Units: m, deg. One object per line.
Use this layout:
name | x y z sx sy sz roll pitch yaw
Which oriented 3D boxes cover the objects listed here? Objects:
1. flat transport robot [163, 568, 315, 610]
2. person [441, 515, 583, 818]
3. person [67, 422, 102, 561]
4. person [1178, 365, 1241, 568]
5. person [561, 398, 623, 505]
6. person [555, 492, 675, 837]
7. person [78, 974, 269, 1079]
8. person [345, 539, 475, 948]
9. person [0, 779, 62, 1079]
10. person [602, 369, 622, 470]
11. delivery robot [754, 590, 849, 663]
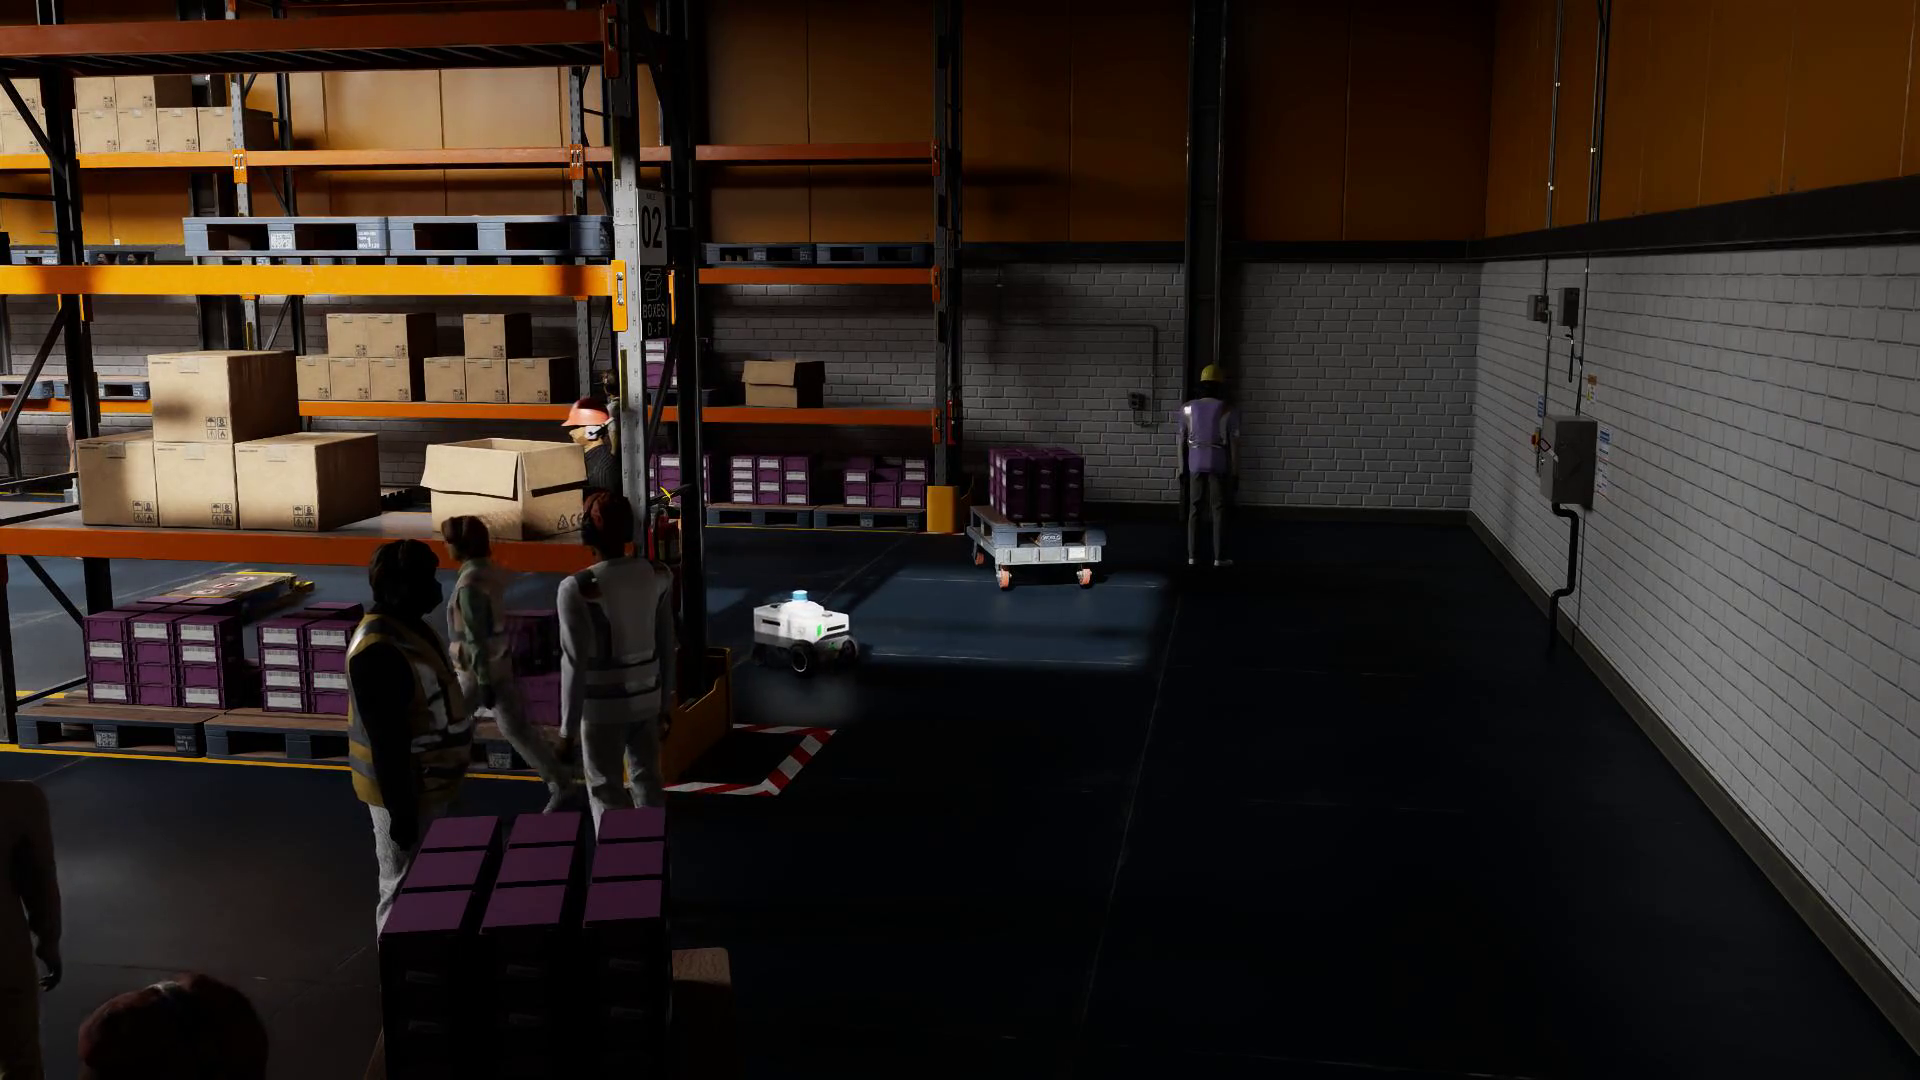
flat transport robot | -6.022 0.452 13.755 0.652 0.197 1.431 1 9 9
person | -2.367 0.655 8.401 0.861 1.592 0.496 0 9 1
person | -8.473 -0.618 16.159 0.310 1.638 0.523 -1 9 -6
person | 2.365 -0.697 15.769 0.594 1.922 0.385 4 10 22
person | -2.347 0.077 10.747 0.390 1.992 0.624 -2 9 -15
person | -1.449 0.737 7.055 0.472 1.890 0.592 8 12 41
person | -0.981 1.495 2.230 0.664 1.905 0.405 3 10 18
person | -1.990 0.907 6.078 0.429 1.844 0.626 -2 9 -10
person | -2.833 1.224 4.738 0.507 1.636 0.273 -8 12 -40
person | -3.384 -0.777 16.519 0.349 1.843 0.506 1 9 7
delivery robot | -1.119 0.598 11.679 0.707 0.478 0.477 8 12 40
